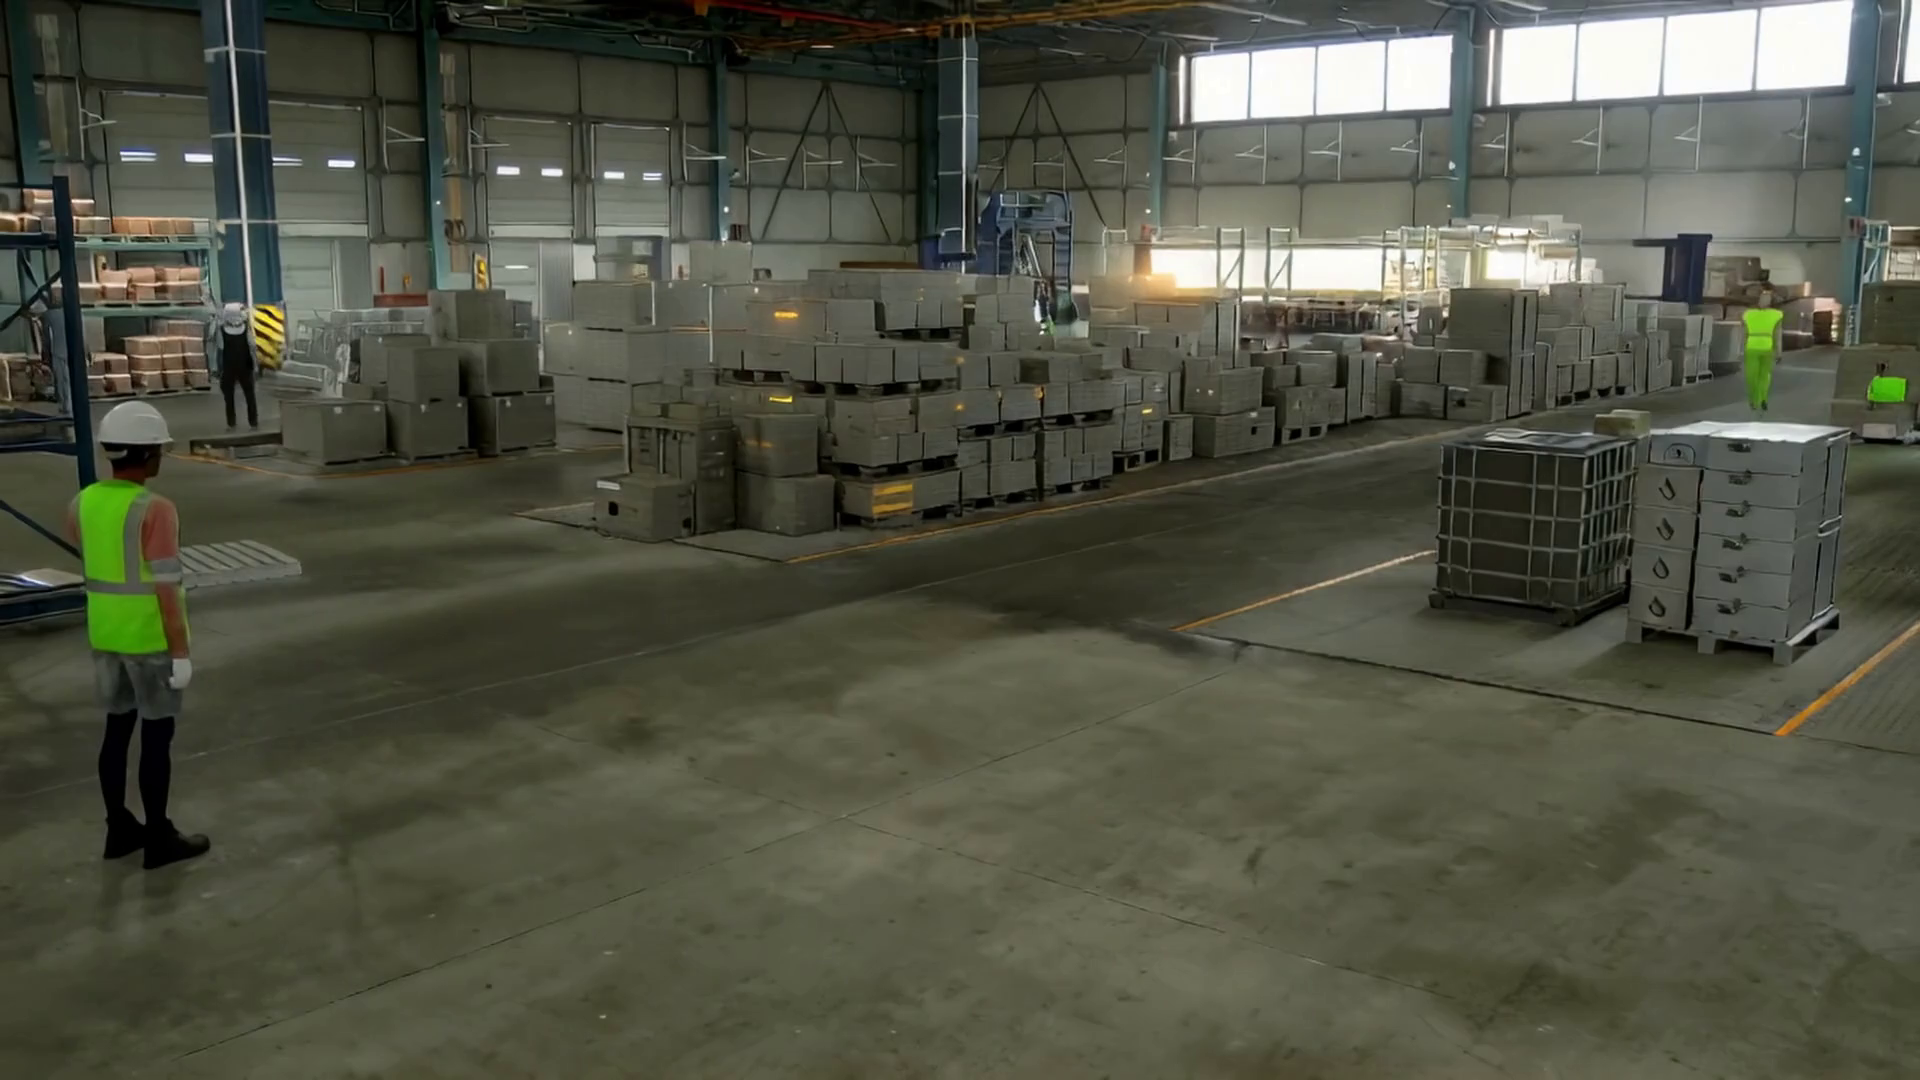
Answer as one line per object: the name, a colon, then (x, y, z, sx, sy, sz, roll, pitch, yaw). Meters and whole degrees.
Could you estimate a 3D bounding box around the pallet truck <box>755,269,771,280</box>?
pallet truck: (-4.996, -6.432, 45.525, 1.885, 1.965, 0.823, -6, 12, -32)

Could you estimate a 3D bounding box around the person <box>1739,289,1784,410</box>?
person: (12.572, -2.975, 26.121, 0.595, 1.907, 0.449, 4, 11, 22)

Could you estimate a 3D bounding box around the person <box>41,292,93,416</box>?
person: (-13.212, -2.730, 24.670, 0.649, 1.911, 0.860, -4, 11, -22)

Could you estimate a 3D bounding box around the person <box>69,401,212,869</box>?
person: (-3.384, 0.391, 6.897, 0.539, 1.930, 0.394, 4, 11, 23)

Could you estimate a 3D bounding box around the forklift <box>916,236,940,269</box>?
forklift: (-0.744, -5.764, 39.211, 1.873, 2.768, 1.129, 2, 10, 12)

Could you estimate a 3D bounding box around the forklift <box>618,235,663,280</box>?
forklift: (-6.839, -5.178, 35.876, 1.129, 2.768, 1.873, 4, 11, 23)

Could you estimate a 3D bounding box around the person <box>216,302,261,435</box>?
person: (-9.817, -2.327, 22.669, 0.546, 1.822, 0.431, -3, 10, -16)

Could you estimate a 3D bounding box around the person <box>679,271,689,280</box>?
person: (-7.406, -6.367, 45.375, 0.587, 1.923, 0.574, -5, 11, -29)

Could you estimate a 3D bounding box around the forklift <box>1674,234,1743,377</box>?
forklift: (14.524, -4.692, 33.105, 1.873, 2.768, 1.129, 8, 13, 40)
